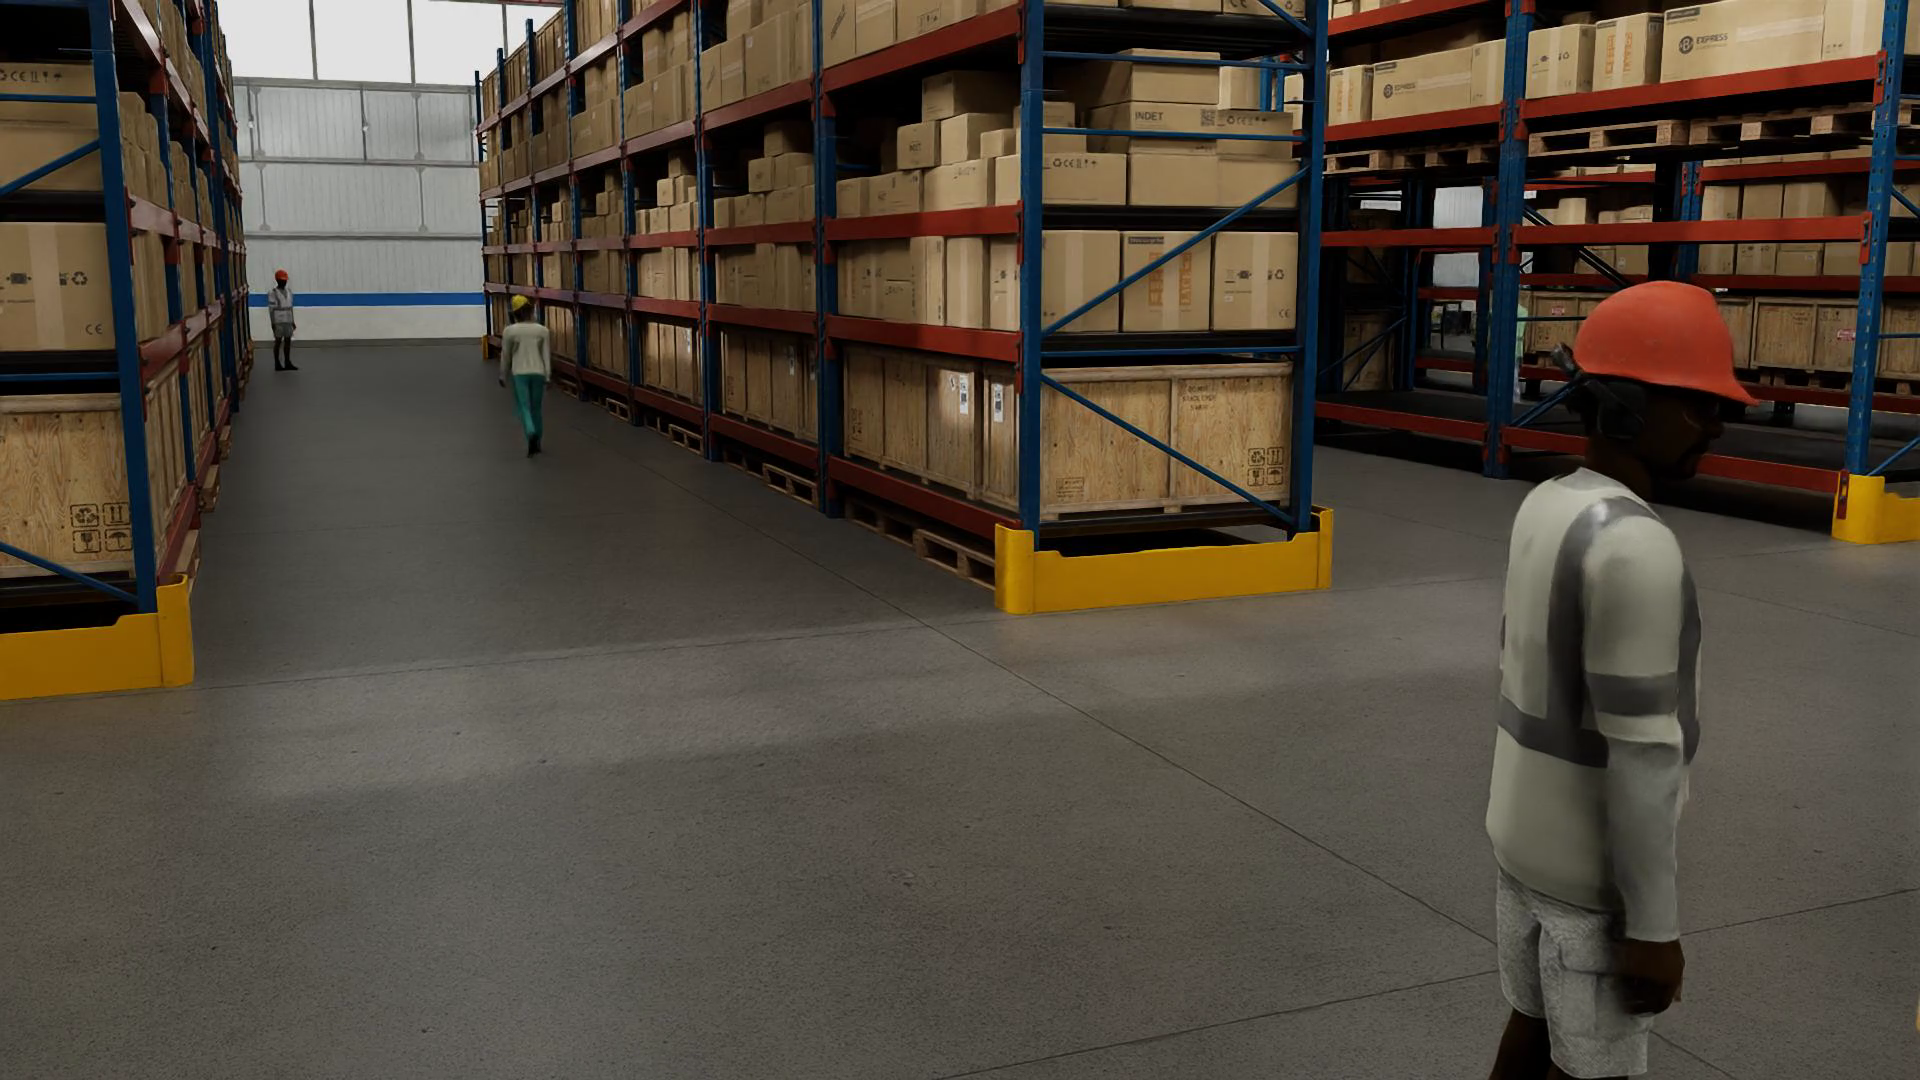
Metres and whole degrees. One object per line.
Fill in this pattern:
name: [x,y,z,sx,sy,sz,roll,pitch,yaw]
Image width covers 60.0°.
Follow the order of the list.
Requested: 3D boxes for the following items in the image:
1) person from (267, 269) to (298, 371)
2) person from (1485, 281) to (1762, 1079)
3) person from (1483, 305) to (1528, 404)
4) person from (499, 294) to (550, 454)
person: [-12.977,-4.213,31.916,0.375,1.935,0.551,5,11,27]
person: [1.159,0.565,3.001,0.394,2.038,0.605,0,9,3]
person: [6.531,-2.158,19.889,0.571,1.840,0.374,-4,10,-24]
person: [-4.647,-1.777,17.920,0.540,1.732,0.658,-7,12,-36]
